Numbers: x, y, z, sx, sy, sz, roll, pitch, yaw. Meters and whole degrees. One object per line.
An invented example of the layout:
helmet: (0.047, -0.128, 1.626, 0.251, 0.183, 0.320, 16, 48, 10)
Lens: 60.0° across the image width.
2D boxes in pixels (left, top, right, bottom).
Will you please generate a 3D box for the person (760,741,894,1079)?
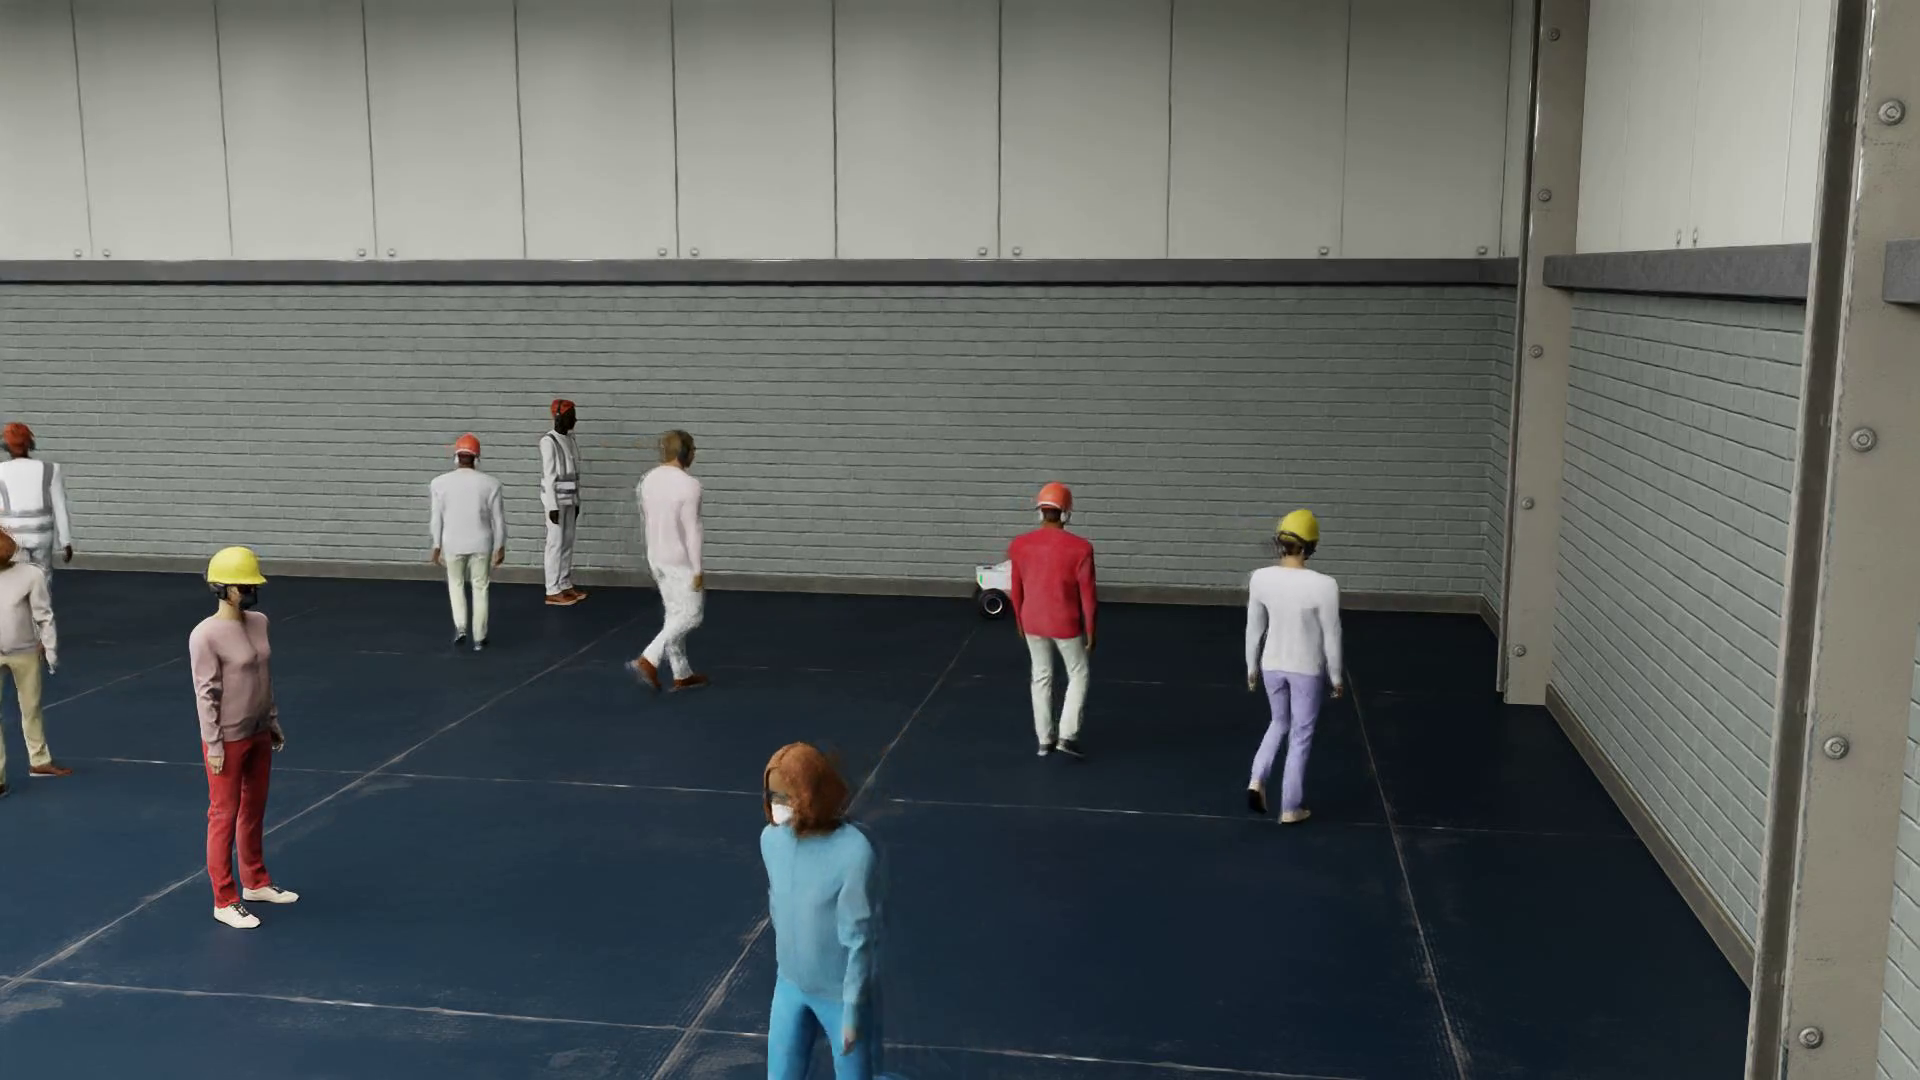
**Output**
person: (-0.388, 1.391, 5.257, 0.498, 1.602, 0.699, 7, 11, 36)

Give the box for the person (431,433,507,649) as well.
person: (-3.934, 0.011, 13.358, 0.587, 1.733, 0.402, -2, 9, -12)

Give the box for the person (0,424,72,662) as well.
person: (-7.380, 0.000, 13.120, 0.608, 1.831, 0.966, -6, 11, -35)

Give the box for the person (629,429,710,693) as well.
person: (-2.076, 0.171, 11.812, 0.634, 1.920, 0.654, 9, 13, 44)

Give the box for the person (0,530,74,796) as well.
person: (-5.524, 0.683, 9.658, 0.556, 1.592, 0.571, -5, 10, -26)

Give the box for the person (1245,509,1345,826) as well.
person: (1.821, 0.700, 9.054, 0.533, 1.752, 0.406, 8, 12, 41)

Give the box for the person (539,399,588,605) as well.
person: (-3.628, -0.347, 15.159, 0.350, 1.878, 0.568, 2, 9, 13)

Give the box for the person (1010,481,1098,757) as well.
person: (0.593, 0.496, 10.341, 0.587, 1.742, 0.401, 4, 10, 22)

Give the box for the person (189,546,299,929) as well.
person: (-3.347, 0.905, 7.760, 0.308, 1.769, 0.525, 2, 9, 10)
